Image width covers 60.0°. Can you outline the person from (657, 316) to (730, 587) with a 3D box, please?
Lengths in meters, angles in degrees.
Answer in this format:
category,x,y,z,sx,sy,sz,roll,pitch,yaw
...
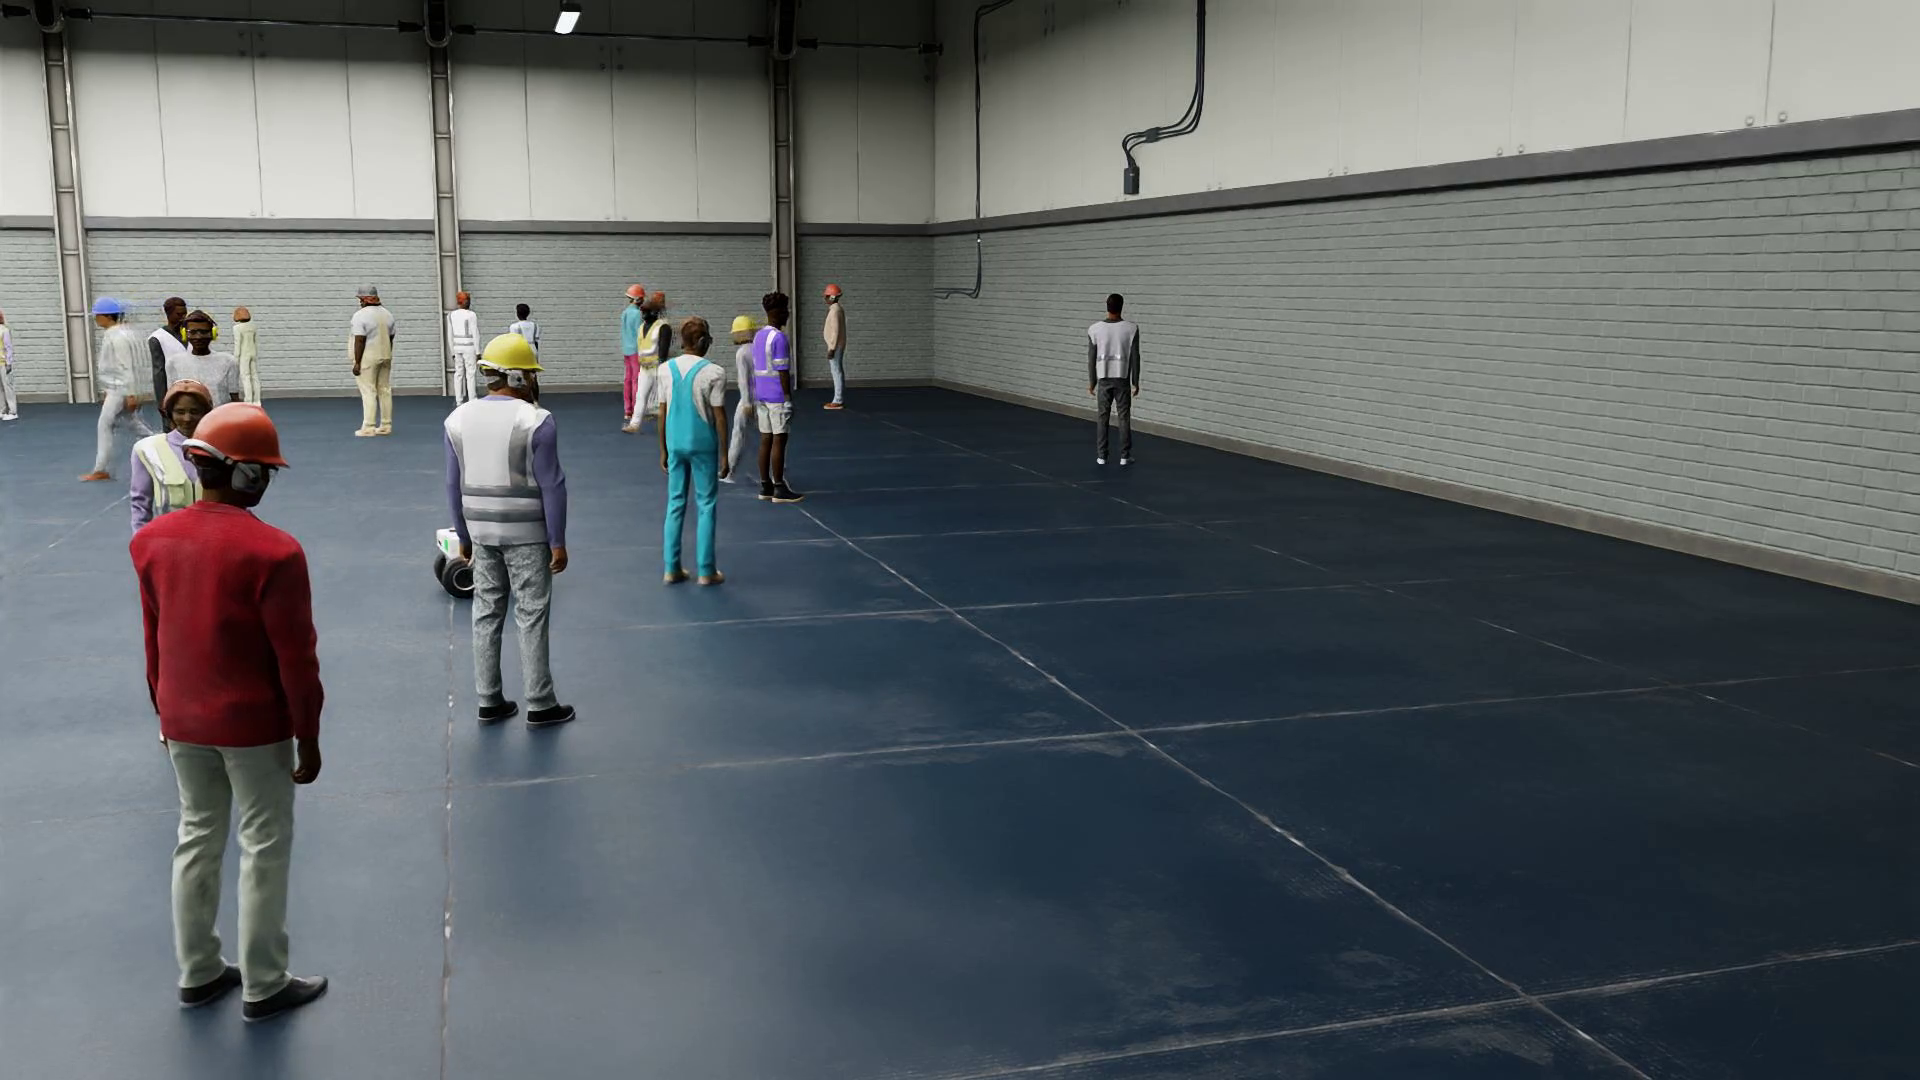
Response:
category,x,y,z,sx,sy,sz,roll,pitch,yaw
person,-1.799,-0.592,11.263,0.518,1.834,0.351,3,9,17

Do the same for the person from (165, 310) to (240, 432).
category,x,y,z,sx,sy,sz,roll,pitch,yaw
person,-5.432,-0.724,12.006,0.510,1.863,0.326,-3,9,-20

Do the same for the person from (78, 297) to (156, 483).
category,x,y,z,sx,sy,sz,roll,pitch,yaw
person,-8.612,-1.557,17.185,0.952,1.912,0.624,-6,11,-32

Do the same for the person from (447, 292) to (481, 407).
category,x,y,z,sx,sy,sz,roll,pitch,yaw
person,-7.806,-2.971,26.265,0.573,1.883,0.354,4,10,24

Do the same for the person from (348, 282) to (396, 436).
category,x,y,z,sx,sy,sz,roll,pitch,yaw
person,-7.855,-2.398,22.104,0.539,2.000,0.688,4,10,22

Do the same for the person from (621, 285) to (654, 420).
category,x,y,z,sx,sy,sz,roll,pitch,yaw
person,-4.815,-2.783,24.710,0.395,1.994,0.612,-6,11,-35

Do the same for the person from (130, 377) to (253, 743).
category,x,y,z,sx,sy,sz,roll,pitch,yaw
person,-3.461,0.085,7.543,0.513,1.640,0.309,-5,10,-27

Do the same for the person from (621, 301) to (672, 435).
category,x,y,z,sx,sy,sz,roll,pitch,yaw
person,-4.114,-2.303,22.337,0.626,1.797,0.966,7,11,37

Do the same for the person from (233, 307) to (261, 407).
category,x,y,z,sx,sy,sz,roll,pitch,yaw
person,-11.569,-2.953,26.939,0.284,1.633,0.501,3,9,18

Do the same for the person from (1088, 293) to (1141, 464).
category,x,y,z,sx,sy,sz,roll,pitch,yaw
person,1.730,-1.802,18.695,0.591,1.920,0.392,2,9,12

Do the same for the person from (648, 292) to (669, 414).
category,x,y,z,sx,sy,sz,roll,pitch,yaw
person,-4.684,-2.903,25.823,0.337,1.882,0.585,3,10,21

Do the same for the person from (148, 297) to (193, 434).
category,x,y,z,sx,sy,sz,roll,pitch,yaw
person,-7.662,-1.416,16.277,0.391,1.911,0.584,2,9,15

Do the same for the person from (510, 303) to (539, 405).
category,x,y,z,sx,sy,sz,roll,pitch,yaw
person,-6.940,-2.922,26.533,0.318,1.700,0.534,7,11,38

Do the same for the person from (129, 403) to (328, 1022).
category,x,y,z,sx,sy,sz,roll,pitch,yaw
person,-2.024,0.484,4.690,0.574,1.737,0.354,3,9,18

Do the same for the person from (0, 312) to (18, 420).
category,x,y,z,sx,sy,sz,roll,pitch,yaw
person,-14.172,-2.581,24.549,0.522,1.638,0.311,5,10,28

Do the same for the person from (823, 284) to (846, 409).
category,x,y,z,sx,sy,sz,roll,pitch,yaw
person,-2.013,-3.098,26.714,0.379,1.996,0.610,1,9,3

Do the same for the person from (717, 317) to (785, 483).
category,x,y,z,sx,sy,sz,roll,pitch,yaw
person,-2.125,-1.392,16.767,0.887,1.695,0.518,6,11,34

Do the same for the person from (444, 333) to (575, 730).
category,x,y,z,sx,sy,sz,roll,pitch,yaw
person,-2.073,-0.037,7.715,0.598,1.827,0.403,3,9,20

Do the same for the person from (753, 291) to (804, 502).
category,x,y,z,sx,sy,sz,roll,pitch,yaw
person,-1.720,-1.337,15.572,0.367,1.966,0.607,-5,10,-31
